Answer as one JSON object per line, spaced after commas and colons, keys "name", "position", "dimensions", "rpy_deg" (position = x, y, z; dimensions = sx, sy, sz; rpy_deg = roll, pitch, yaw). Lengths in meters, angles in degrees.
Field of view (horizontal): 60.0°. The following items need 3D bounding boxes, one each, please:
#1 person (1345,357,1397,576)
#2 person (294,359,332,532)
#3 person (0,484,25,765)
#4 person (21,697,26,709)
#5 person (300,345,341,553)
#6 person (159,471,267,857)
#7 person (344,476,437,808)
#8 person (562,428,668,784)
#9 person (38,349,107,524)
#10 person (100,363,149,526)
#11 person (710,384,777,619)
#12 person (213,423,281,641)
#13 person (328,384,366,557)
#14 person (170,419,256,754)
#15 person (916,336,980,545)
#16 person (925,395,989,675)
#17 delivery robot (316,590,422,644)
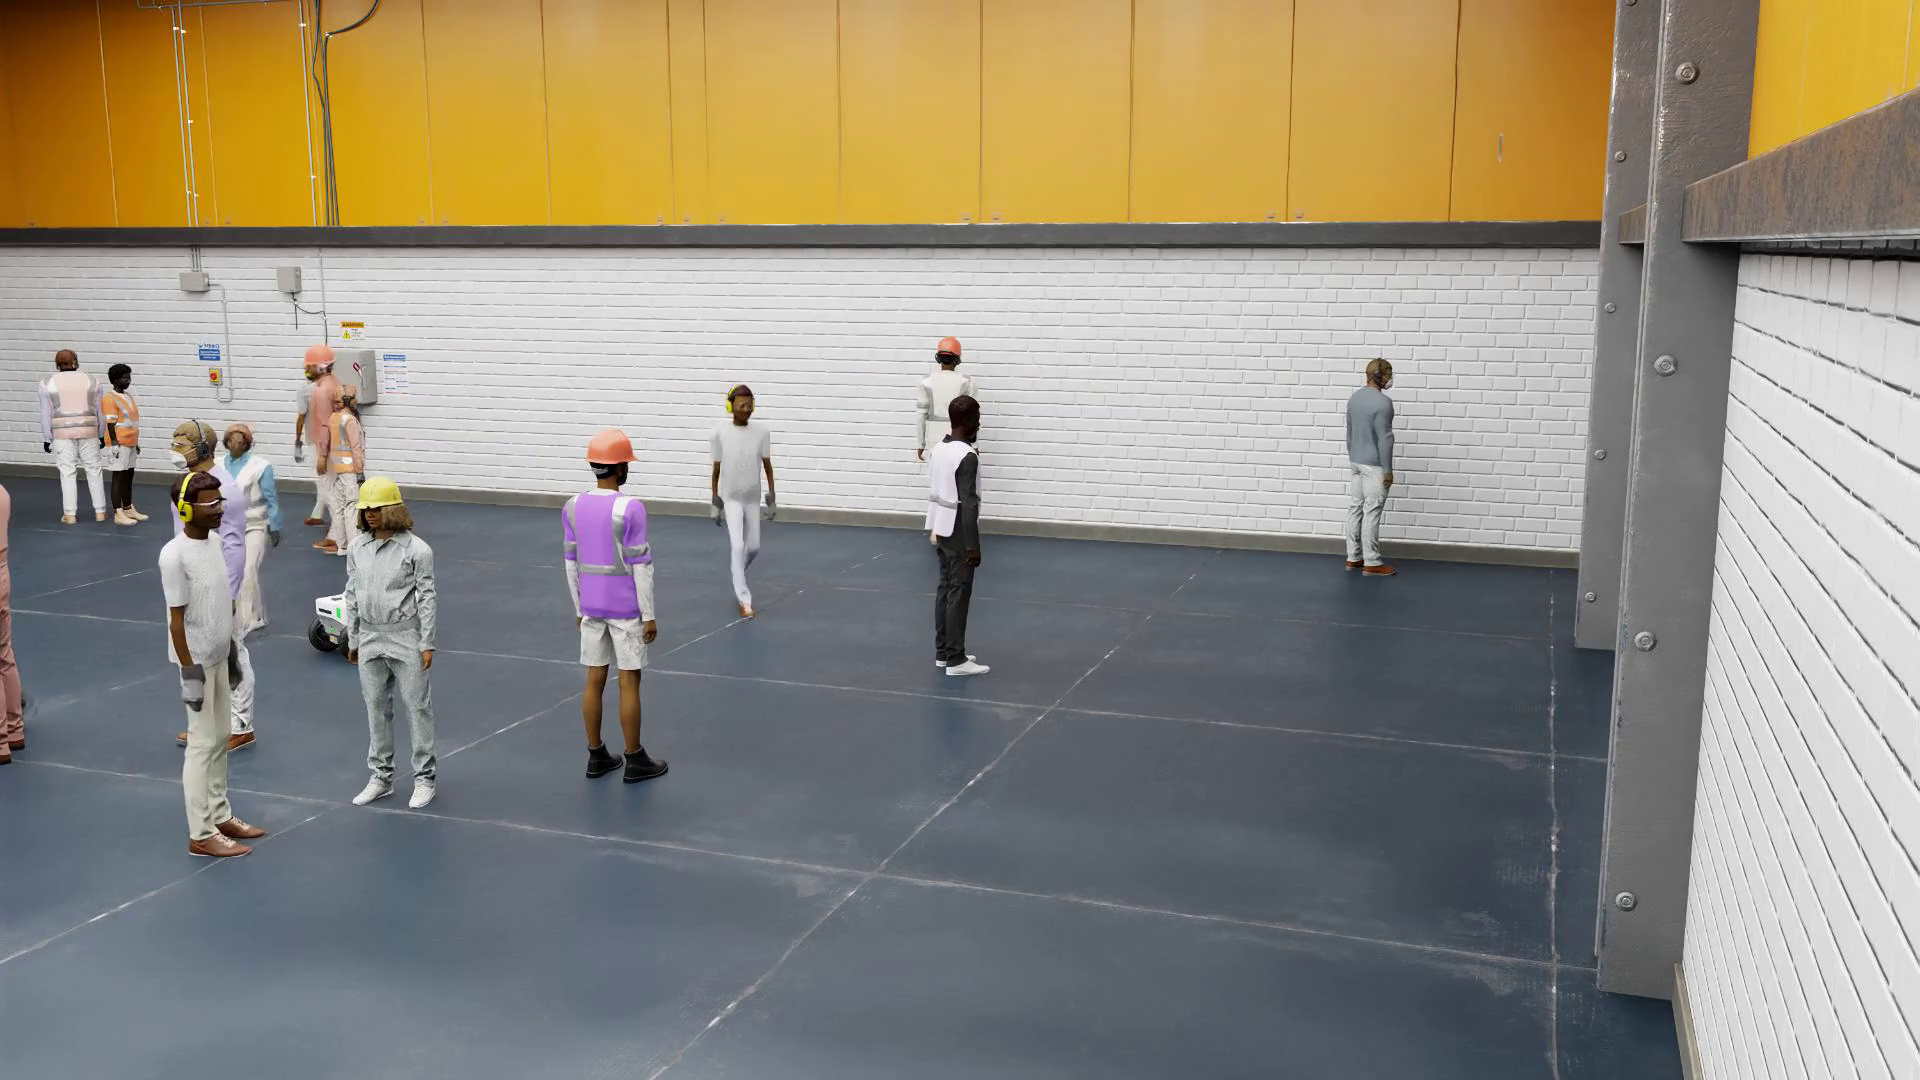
{"name": "person", "position": [3.653, -0.651, 14.787], "dimensions": [0.374, 1.936, 0.627], "rpy_deg": [-3, 11, -16]}
{"name": "person", "position": [-6.560, -1.000, 17.055], "dimensions": [0.879, 1.835, 0.544], "rpy_deg": [6, 12, 32]}
{"name": "person", "position": [-5.567, 0.326, 9.361], "dimensions": [0.405, 1.906, 0.653], "rpy_deg": [-2, 10, -12]}
{"name": "person", "position": [-5.944, 0.293, 9.573], "dimensions": [0.538, 1.906, 0.896], "rpy_deg": [5, 11, 26]}
{"name": "person", "position": [-6.007, -0.857, 15.828], "dimensions": [0.500, 1.985, 0.682], "rpy_deg": [-1, 10, -7]}
{"name": "person", "position": [-3.598, 0.596, 7.986], "dimensions": [0.348, 1.861, 0.528], "rpy_deg": [0, 10, 0]}
{"name": "person", "position": [-2.969, 0.533, 8.656], "dimensions": [0.493, 1.743, 0.295], "rpy_deg": [2, 10, 10]}
{"name": "person", "position": [-1.883, 0.360, 9.081], "dimensions": [0.542, 1.939, 0.364], "rpy_deg": [5, 11, 26]}
{"name": "person", "position": [-9.341, -1.092, 17.545], "dimensions": [0.621, 1.840, 0.430], "rpy_deg": [-7, 12, -35]}
{"name": "person", "position": [-8.782, -1.005, 17.457], "dimensions": [0.319, 1.694, 0.532], "rpy_deg": [0, 10, -3]}
{"name": "person", "position": [-1.750, -0.340, 13.307], "dimensions": [0.523, 1.847, 0.797], "rpy_deg": [-4, 11, -22]}
{"name": "person", "position": [-5.389, -0.045, 12.288], "dimensions": [0.593, 1.608, 0.753], "rpy_deg": [2, 10, 12]}
{"name": "person", "position": [-5.697, -0.631, 15.501], "dimensions": [0.308, 1.641, 0.514], "rpy_deg": [-9, 14, -42]}
{"name": "person", "position": [-4.325, 0.269, 9.589], "dimensions": [0.627, 1.941, 0.371], "rpy_deg": [9, 13, 41]}
{"name": "person", "position": [-0.113, -0.968, 16.263], "dimensions": [0.616, 2.041, 0.382], "rpy_deg": [1, 10, 6]}
{"name": "person", "position": [-0.026, -0.032, 11.374], "dimensions": [0.398, 1.910, 0.587], "rpy_deg": [-4, 11, -20]}
{"name": "delivery robot", "position": [-4.251, 0.486, 12.001], "dimensions": [0.477, 0.478, 0.707], "rpy_deg": [8, 13, 40]}
